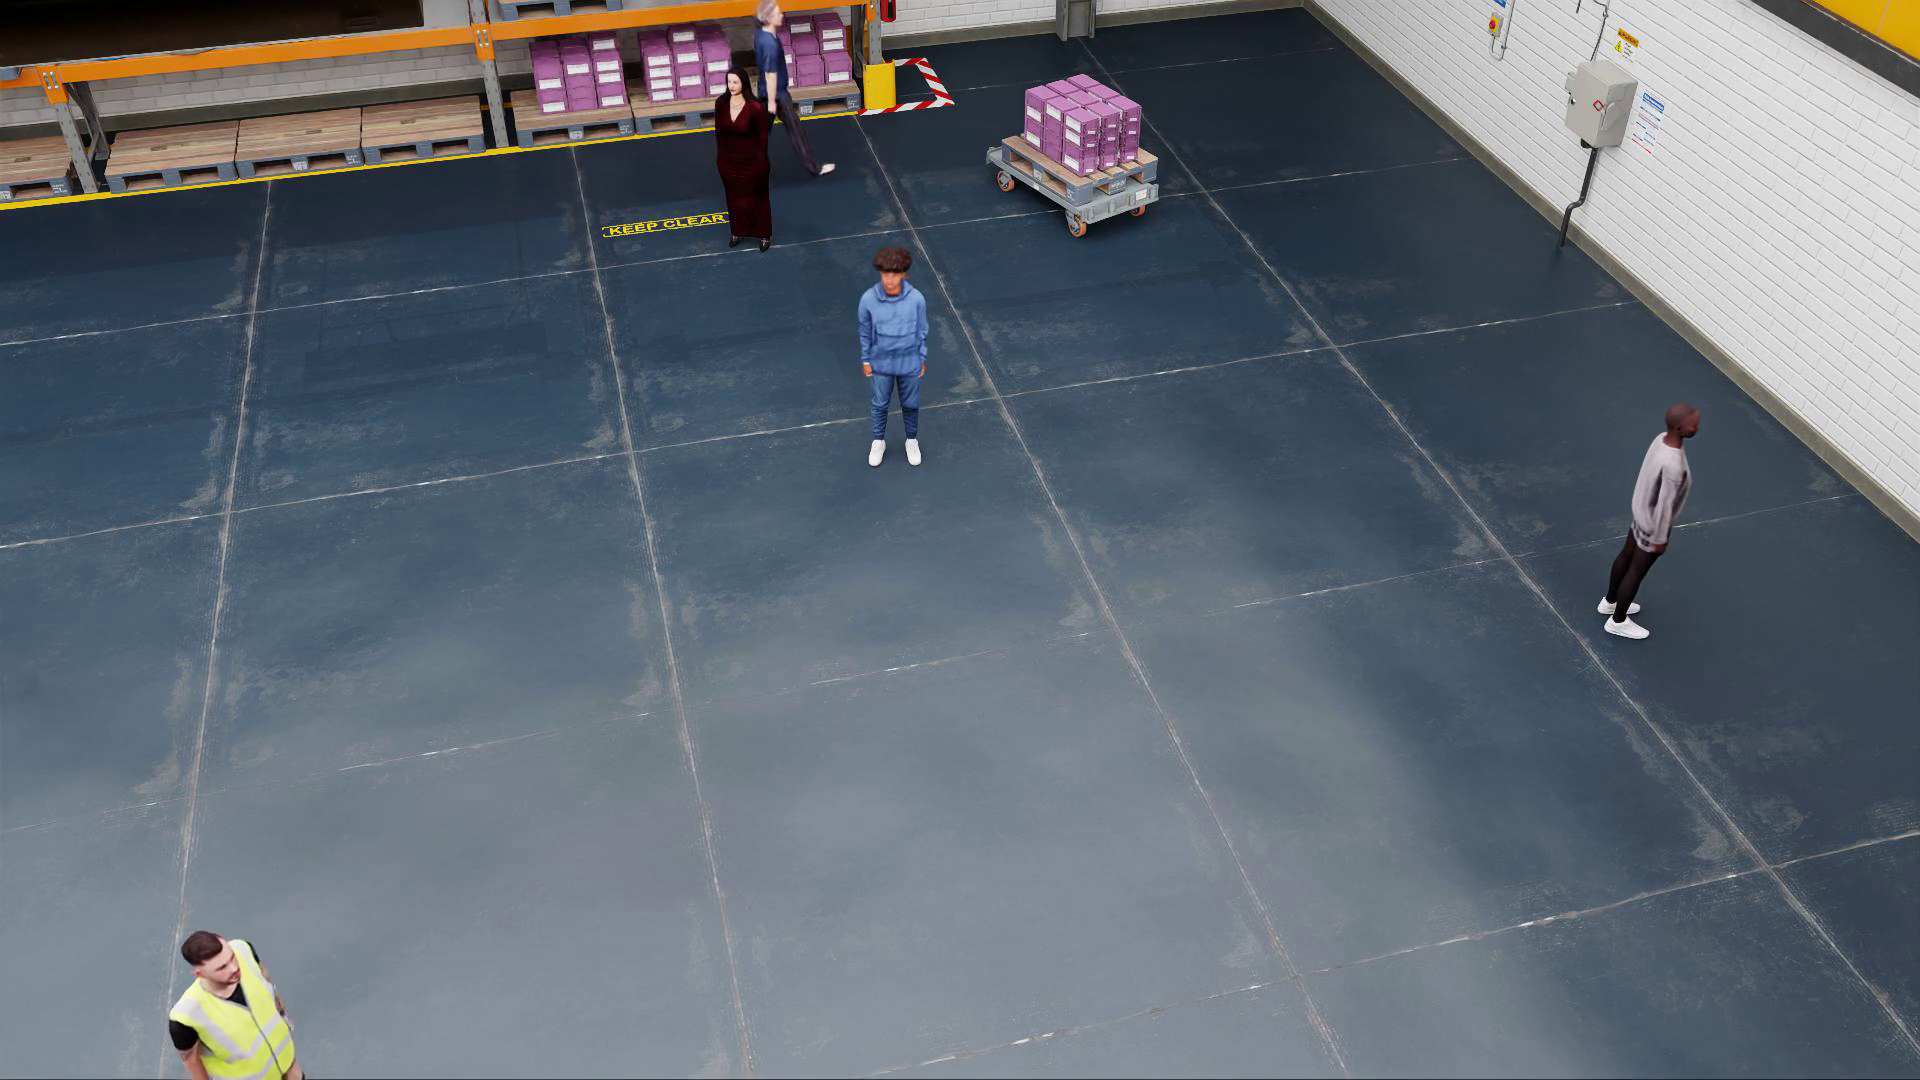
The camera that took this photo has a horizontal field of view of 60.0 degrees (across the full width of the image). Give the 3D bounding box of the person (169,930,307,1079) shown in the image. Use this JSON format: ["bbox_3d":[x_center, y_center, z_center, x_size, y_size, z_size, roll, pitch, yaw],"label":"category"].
[{"bbox_3d":[-3.331,2.400,7.721,1.015,1.832,0.923,10,40,12],"label":"person"}]

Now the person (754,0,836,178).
[{"bbox_3d":[-1.890,-4.288,16.111,1.162,1.812,0.660,-10,40,-12],"label":"person"}]

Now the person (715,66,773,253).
[{"bbox_3d":[-1.967,-3.469,15.128,0.713,1.758,0.818,10,40,13],"label":"person"}]

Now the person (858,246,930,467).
[{"bbox_3d":[-0.489,-1.380,12.471,0.582,1.810,0.786,-2,39,-2],"label":"person"}]

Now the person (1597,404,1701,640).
[{"bbox_3d":[4.538,-0.145,10.956,0.675,1.771,0.689,6,39,7],"label":"person"}]
